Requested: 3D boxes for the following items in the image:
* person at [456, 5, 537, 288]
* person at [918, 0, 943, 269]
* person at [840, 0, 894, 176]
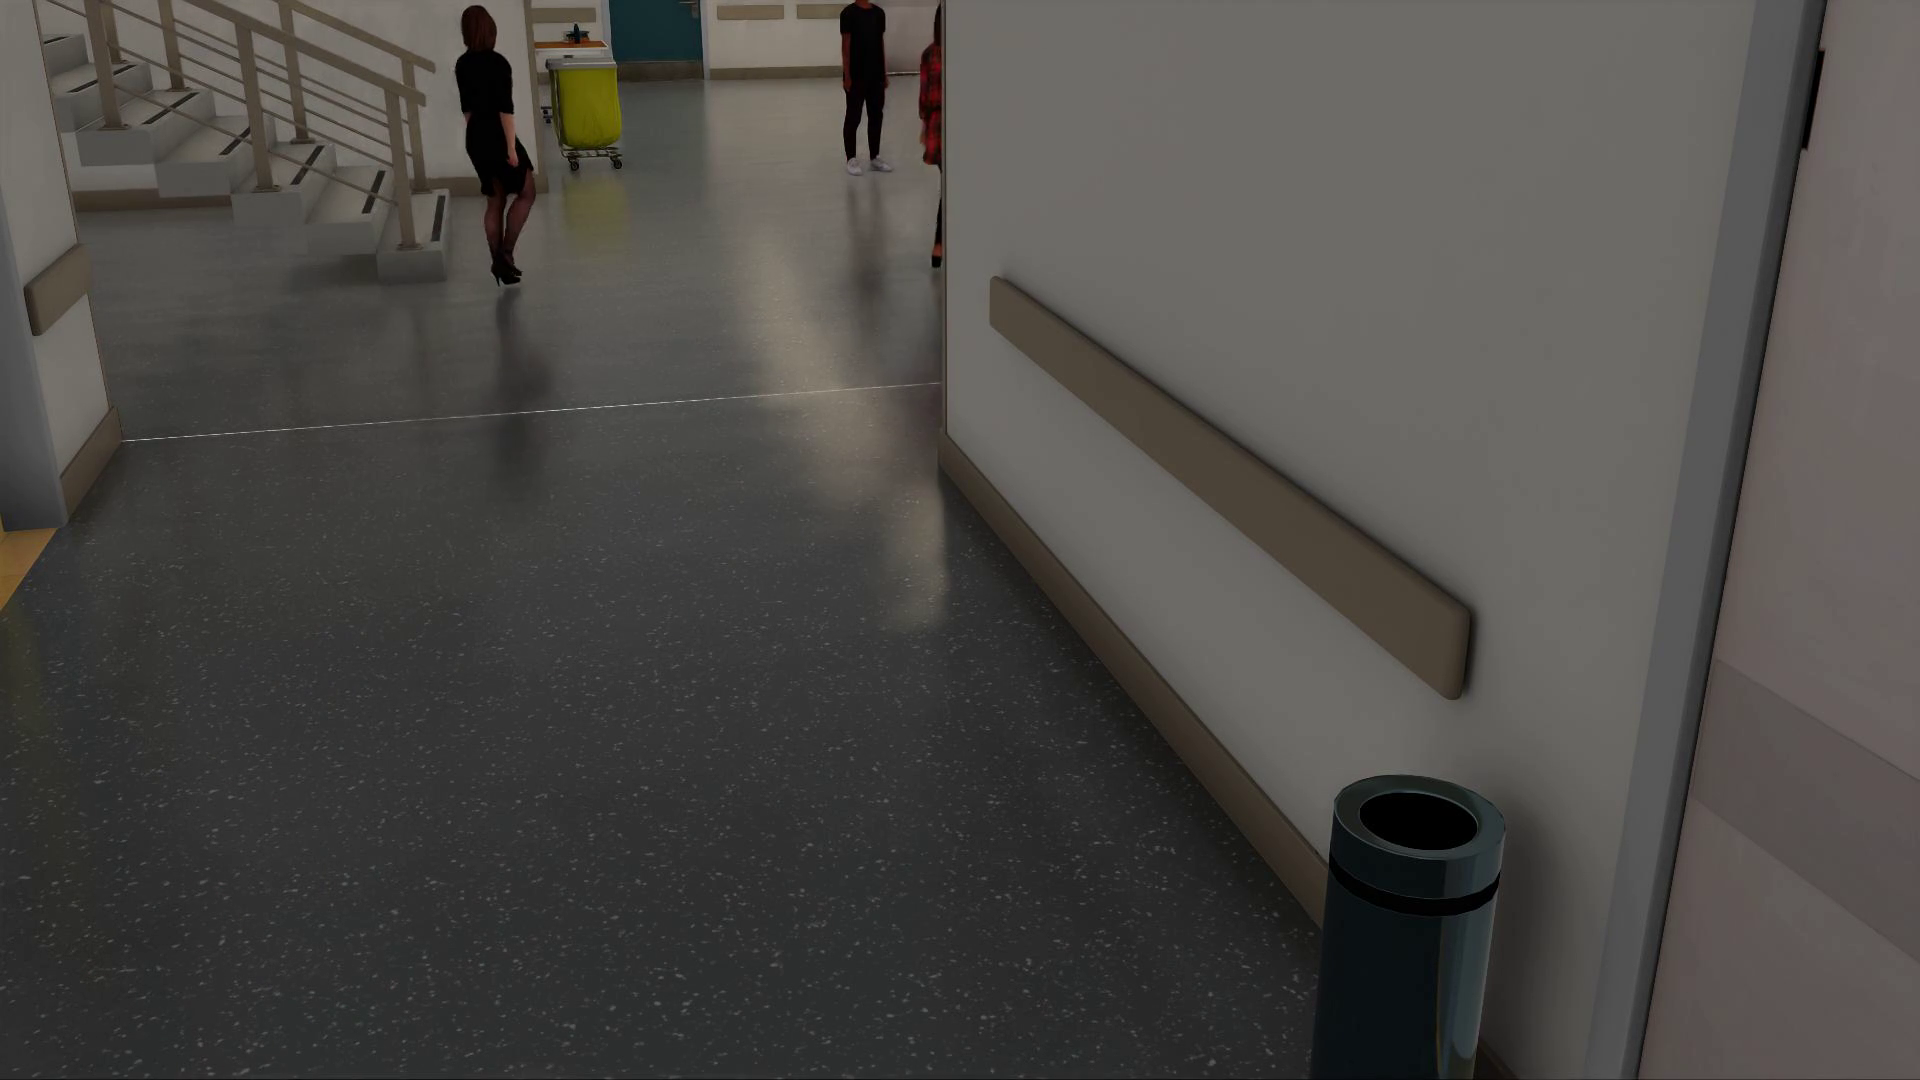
[{"bbox_3d":[-2.930,-2.378,10.192,0.721,1.681,0.775,14,25,32],"label":"person"},{"bbox_3d":[-0.102,-2.616,10.824,0.932,1.679,1.018,14,25,33],"label":"person"},{"bbox_3d":[-0.851,-4.190,14.834,0.633,1.783,0.766,-15,25,-35],"label":"person"}]
